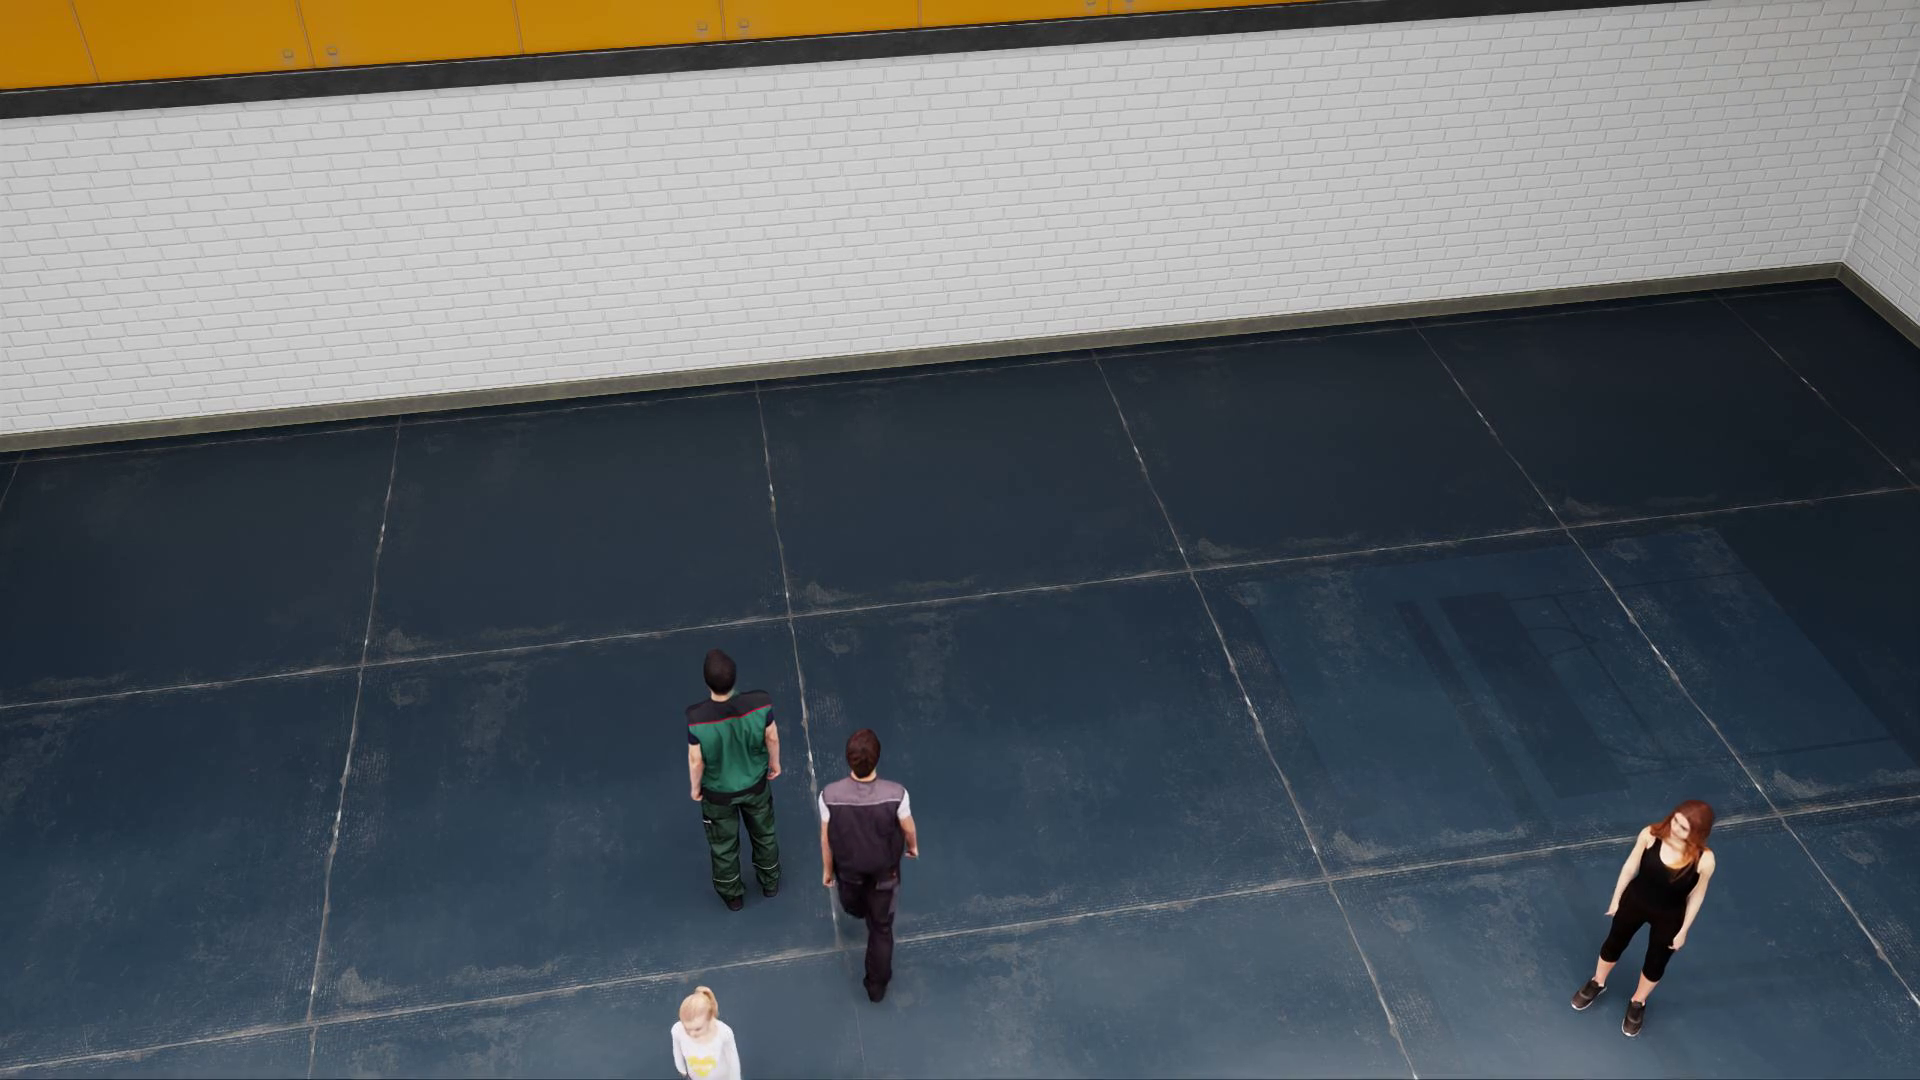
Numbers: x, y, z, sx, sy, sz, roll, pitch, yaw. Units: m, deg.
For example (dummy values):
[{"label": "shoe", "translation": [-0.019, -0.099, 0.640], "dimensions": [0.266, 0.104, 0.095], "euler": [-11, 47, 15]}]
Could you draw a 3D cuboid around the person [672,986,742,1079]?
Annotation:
[{"label": "person", "translation": [-1.246, 2.638, 8.422], "dimensions": [0.570, 1.263, 0.719], "euler": [0, 39, 0]}]

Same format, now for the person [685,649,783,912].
[{"label": "person", "translation": [-1.289, 1.370, 9.499], "dimensions": [0.736, 1.900, 0.651], "euler": [-15, 41, -18]}]

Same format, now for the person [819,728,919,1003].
[{"label": "person", "translation": [-0.503, 1.813, 9.013], "dimensions": [0.824, 1.814, 1.126], "euler": [1, 39, 1]}]

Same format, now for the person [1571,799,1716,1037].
[{"label": "person", "translation": [3.709, 1.977, 8.880], "dimensions": [0.633, 1.724, 0.707], "euler": [27, 46, 30]}]
